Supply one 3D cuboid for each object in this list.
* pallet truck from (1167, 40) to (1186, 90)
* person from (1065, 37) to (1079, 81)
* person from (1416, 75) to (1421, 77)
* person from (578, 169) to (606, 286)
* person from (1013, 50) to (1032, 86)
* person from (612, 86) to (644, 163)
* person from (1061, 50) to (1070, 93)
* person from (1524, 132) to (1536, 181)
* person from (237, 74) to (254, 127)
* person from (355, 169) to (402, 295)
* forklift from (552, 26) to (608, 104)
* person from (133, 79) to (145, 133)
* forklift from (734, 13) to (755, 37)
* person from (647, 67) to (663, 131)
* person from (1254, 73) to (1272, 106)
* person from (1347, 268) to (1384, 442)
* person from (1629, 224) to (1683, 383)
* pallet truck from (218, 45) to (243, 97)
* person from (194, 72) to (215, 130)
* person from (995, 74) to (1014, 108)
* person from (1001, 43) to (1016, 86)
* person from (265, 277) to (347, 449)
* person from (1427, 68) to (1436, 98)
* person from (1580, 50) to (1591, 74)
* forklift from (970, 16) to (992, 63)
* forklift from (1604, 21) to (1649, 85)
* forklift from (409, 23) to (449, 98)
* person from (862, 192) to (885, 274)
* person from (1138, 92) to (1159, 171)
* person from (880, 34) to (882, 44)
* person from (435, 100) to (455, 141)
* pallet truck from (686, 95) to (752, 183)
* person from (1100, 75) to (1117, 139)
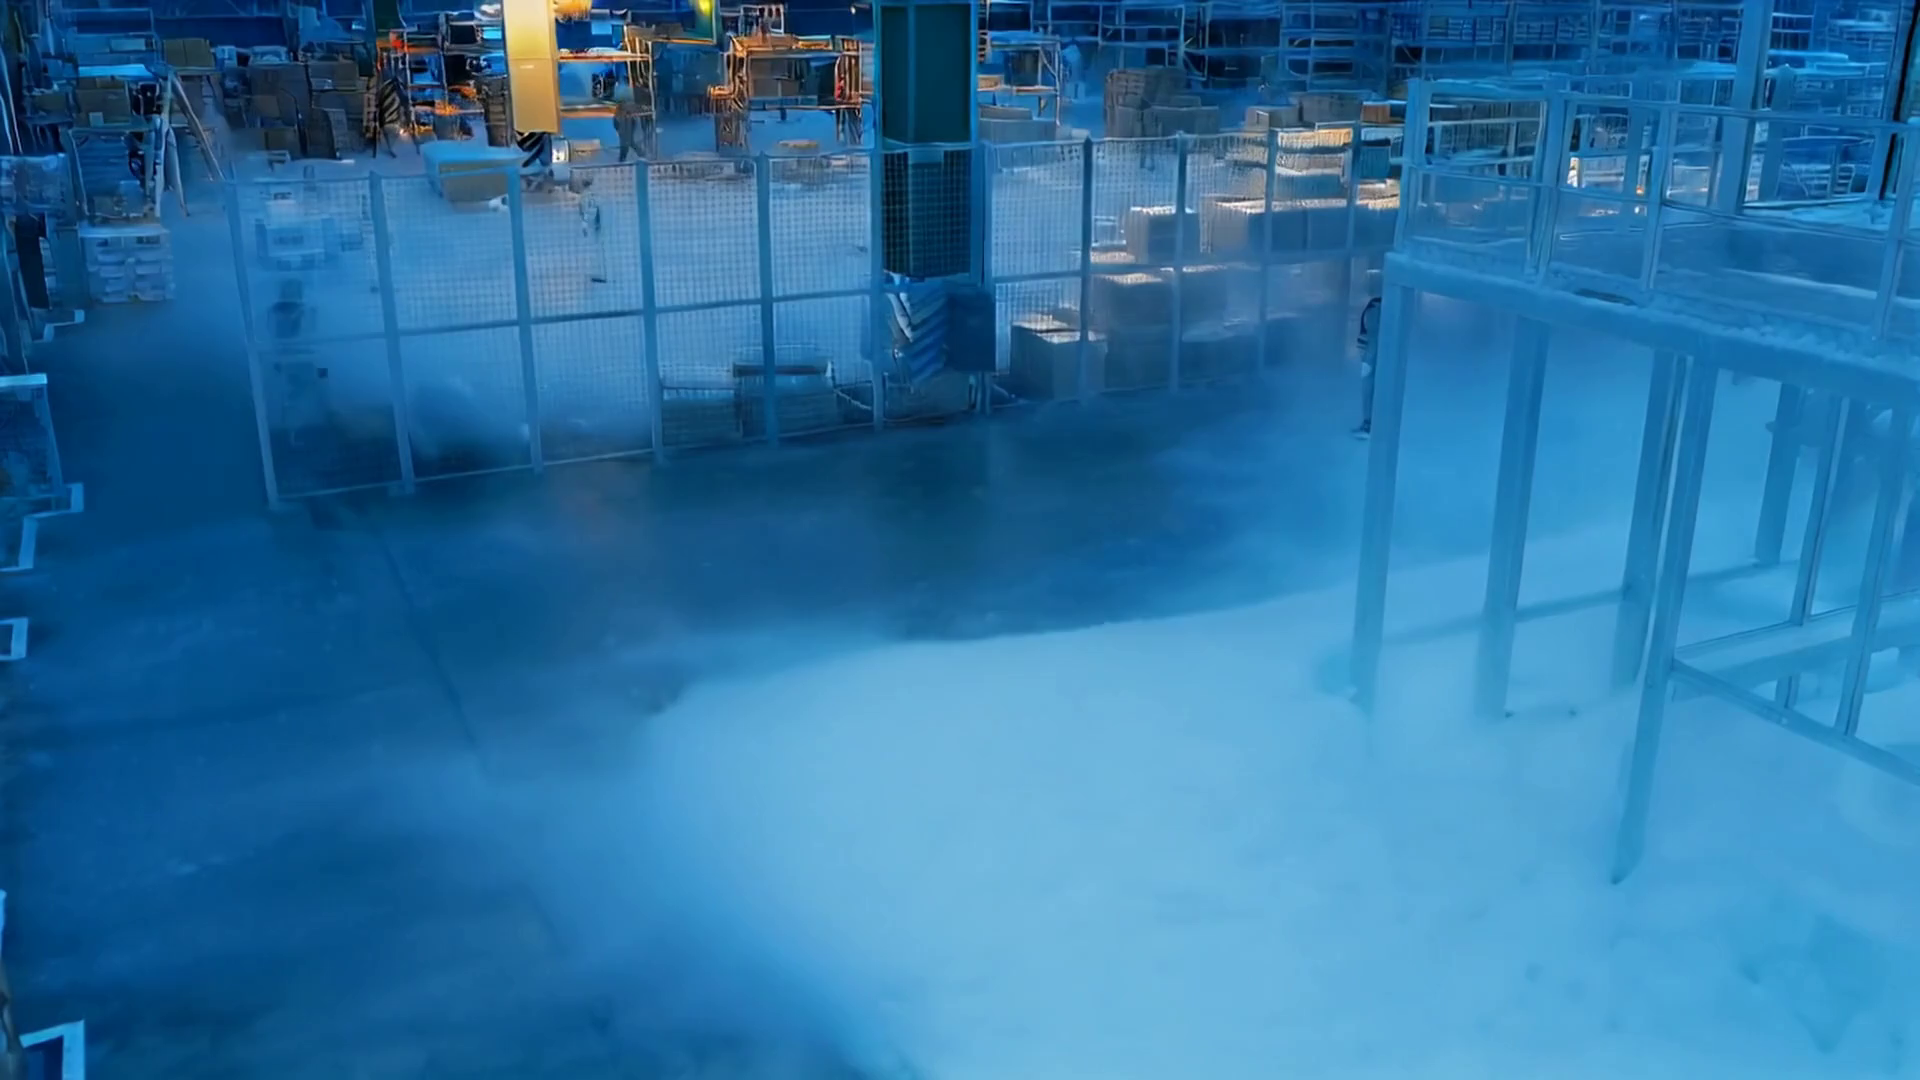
[{"bbox_3d":[9.045,-19.971,69.895,0.823,1.965,1.885,-3,19,-8],"label":"pallet truck"},{"bbox_3d":[4.891,-20.952,72.744,0.612,1.994,0.395,-2,19,-6],"label":"person"},{"bbox_3d":[14.034,-13.395,51.185,0.313,1.769,0.525,18,26,41],"label":"person"},{"bbox_3d":[-5.933,-5.047,26.878,0.414,1.856,0.580,-11,22,-30],"label":"person"},{"bbox_3d":[2.726,-20.590,72.017,0.979,1.802,0.631,-9,21,-25],"label":"person"},{"bbox_3d":[-8.667,-10.823,43.313,0.813,2.000,0.696,-11,22,-29],"label":"person"},{"bbox_3d":[4.321,-19.197,68.104,0.315,1.696,0.541,7,20,20],"label":"person"},{"bbox_3d":[12.388,-8.041,35.765,0.495,1.700,0.884,10,21,26],"label":"person"},{"bbox_3d":[-22.999,-14.196,53.673,0.550,1.644,0.875,-6,20,-17],"label":"person"},{"bbox_3d":[-9.118,-4.794,25.982,0.605,1.943,0.402,10,22,28],"label":"person"},{"bbox_3d":[-14.366,-17.840,62.386,1.873,2.768,1.129,-9,21,-25],"label":"forklift"},{"bbox_3d":[-25.353,-13.402,51.413,0.520,1.633,0.314,5,20,13],"label":"person"},{"bbox_3d":[-10.252,-23.696,79.360,1.129,2.768,1.873,-9,21,-25],"label":"forklift"},{"bbox_3d":[-9.581,-13.811,52.127,0.353,1.937,0.635,-11,22,-28],"label":"person"},{"bbox_3d":[8.952,-12.905,49.493,0.630,1.939,0.629,-15,24,-36],"label":"person"},{"bbox_3d":[4.437,-1.996,17.960,0.355,1.885,0.575,6,20,17],"label":"person"},{"bbox_3d":[8.715,-2.922,20.575,1.036,1.940,0.629,-11,22,-29],"label":"person"},{"bbox_3d":[-28.879,-18.665,66.111,0.823,1.965,1.885,-3,19,-9],"label":"pallet truck"},{"bbox_3d":[-23.475,-13.613,51.621,0.841,1.897,0.604,16,25,38],"label":"person"},{"bbox_3d":[1.325,-12.966,49.763,0.573,1.883,0.356,7,20,20],"label":"person"},{"bbox_3d":[1.999,-19.573,68.832,0.631,1.939,0.370,3,19,9],"label":"person"},{"bbox_3d":[-7.037,-1.939,17.910,0.654,1.802,0.901,2,19,5],"label":"person"},{"bbox_3d":[16.110,-15.371,57.099,0.511,1.643,0.308,-17,25,-40],"label":"person"},{"bbox_3d":[25.923,-19.437,68.871,0.873,1.652,0.546,-12,22,-30],"label":"person"},{"bbox_3d":[0.510,-23.892,79.929,1.873,2.768,1.129,6,20,17],"label":"forklift"},{"bbox_3d":[27.335,-19.644,67.616,1.873,2.768,1.129,-9,21,-25],"label":"forklift"},{"bbox_3d":[-21.101,-18.779,65.108,1.129,2.768,1.873,-17,26,-41],"label":"forklift"},{"bbox_3d":[-1.149,-4.140,24.251,0.430,1.838,0.619,11,22,30],"label":"person"},{"bbox_3d":[4.752,-10.277,41.890,0.549,1.934,0.374,-5,20,-15],"label":"person"},{"bbox_3d":[-3.767,-23.952,81.520,0.547,1.942,0.351,7,20,19],"label":"person"},{"bbox_3d":[-12.236,-9.461,39.535,0.589,1.928,0.384,13,23,33],"label":"person"},{"bbox_3d":[-5.836,-9.608,39.856,0.823,1.965,1.885,10,22,27],"label":"pallet truck"},{"bbox_3d":[4.435,-12.933,49.711,0.512,1.859,0.321,13,23,34],"label":"person"}]
